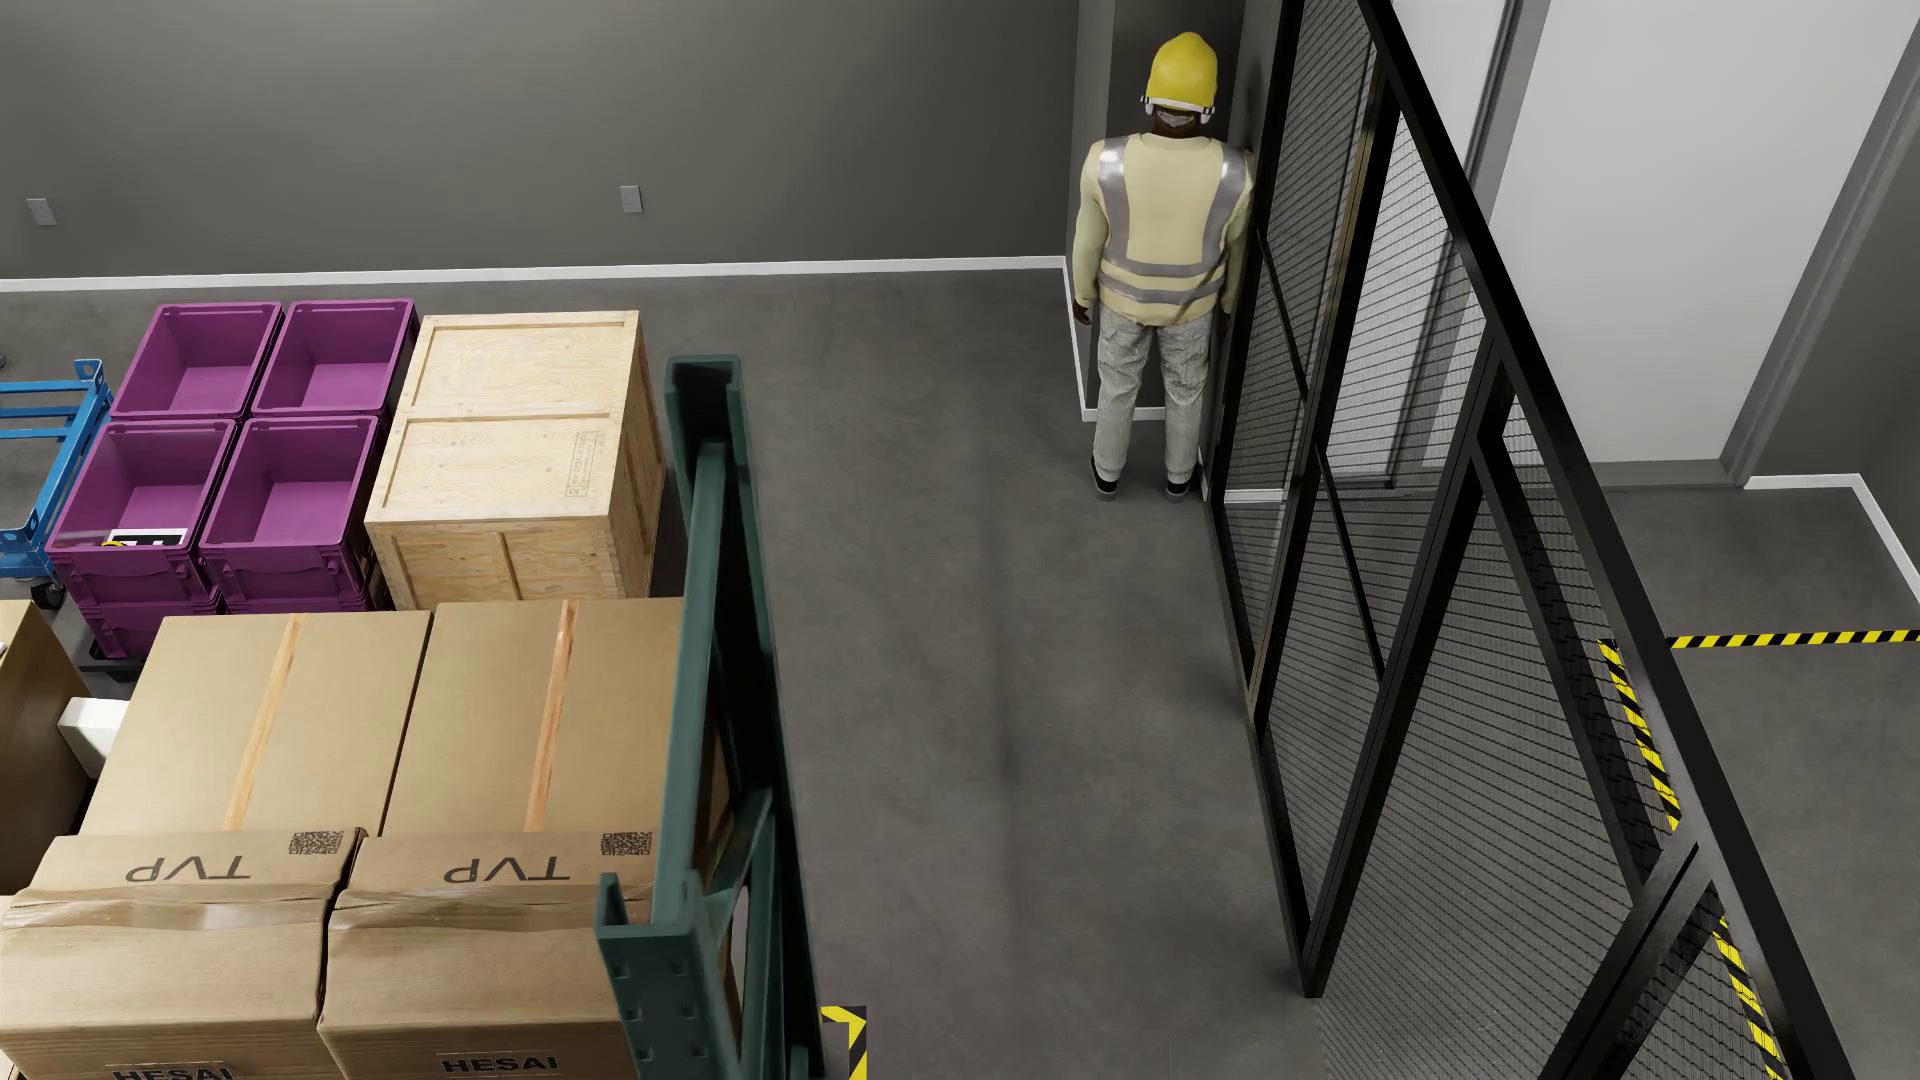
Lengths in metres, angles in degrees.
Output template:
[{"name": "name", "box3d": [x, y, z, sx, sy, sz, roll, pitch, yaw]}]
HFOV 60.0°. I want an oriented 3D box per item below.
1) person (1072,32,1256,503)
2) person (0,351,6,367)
[{"name": "person", "box3d": [0.679, -0.865, 5.654, 0.602, 1.830, 0.404, 4, 46, 4]}, {"name": "person", "box3d": [-4.026, -1.271, 5.970, 0.352, 1.937, 0.635, -3, 46, -3]}]
